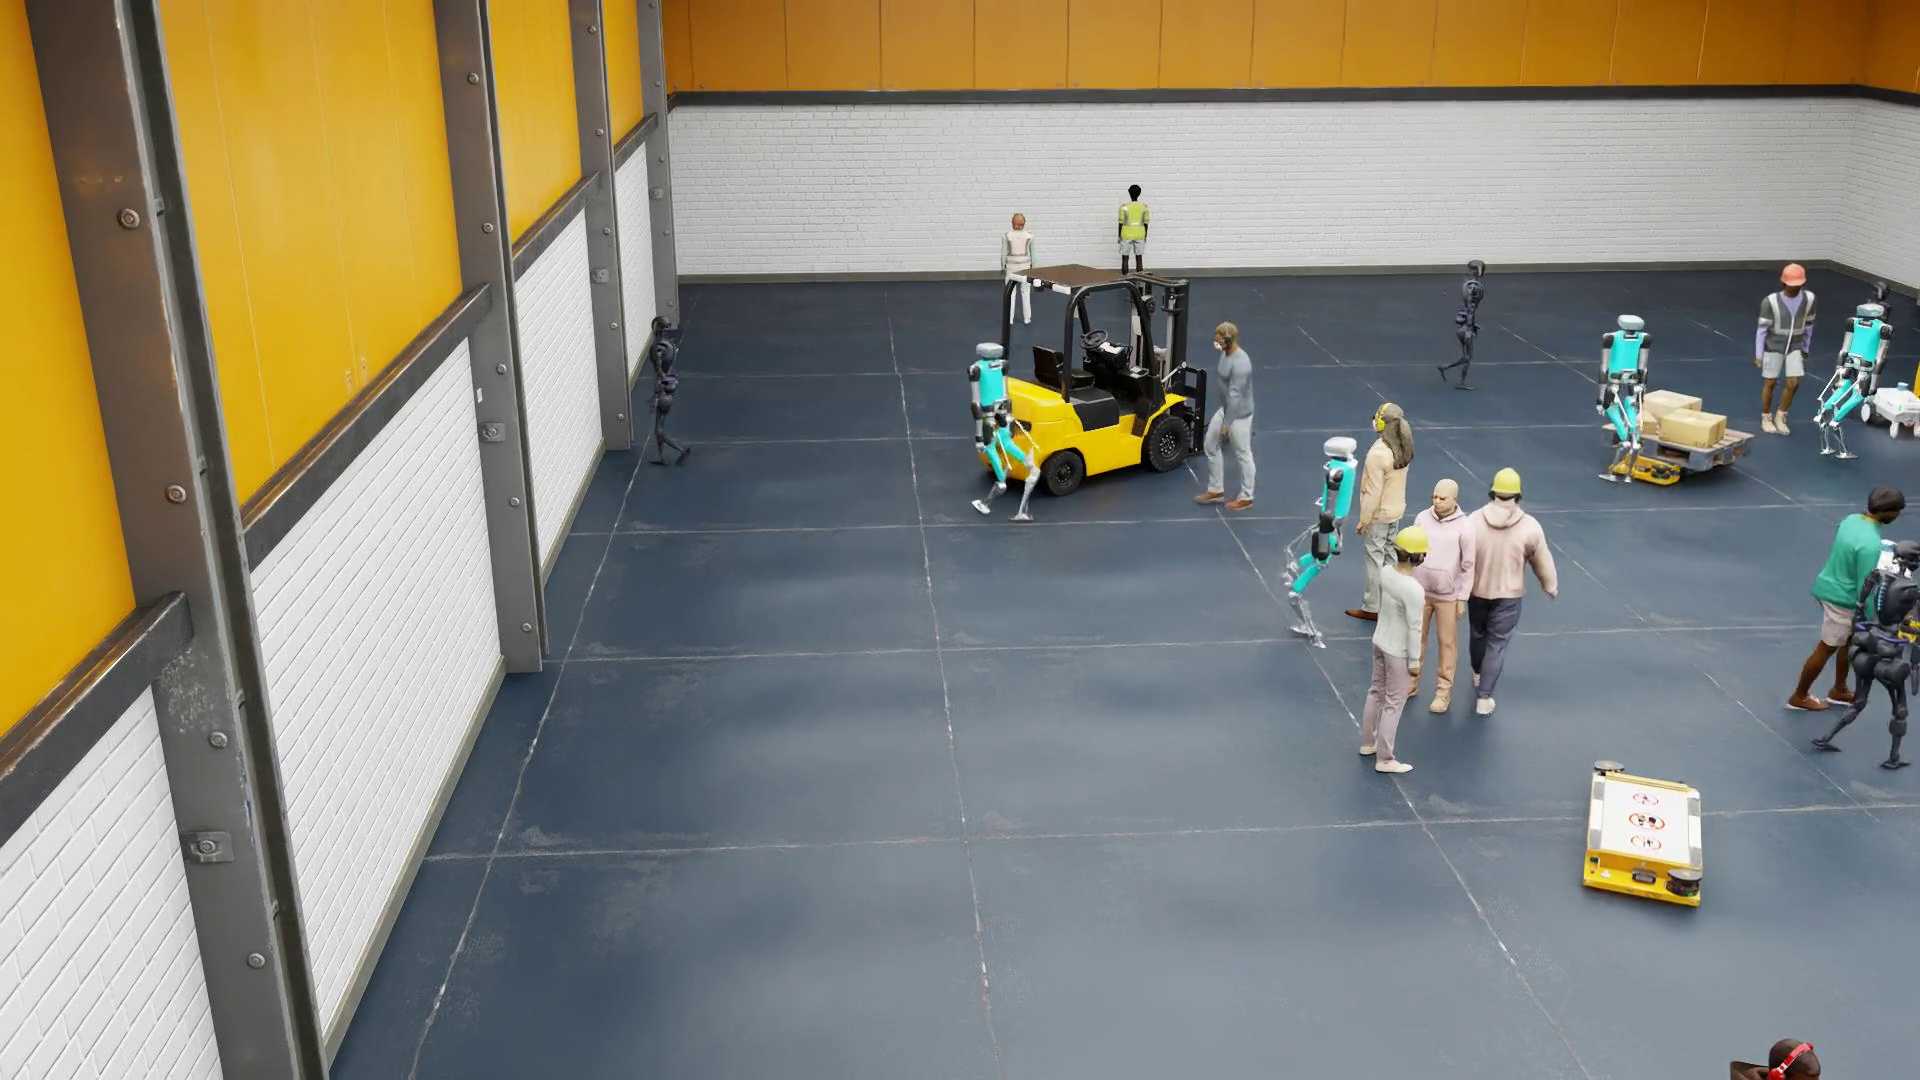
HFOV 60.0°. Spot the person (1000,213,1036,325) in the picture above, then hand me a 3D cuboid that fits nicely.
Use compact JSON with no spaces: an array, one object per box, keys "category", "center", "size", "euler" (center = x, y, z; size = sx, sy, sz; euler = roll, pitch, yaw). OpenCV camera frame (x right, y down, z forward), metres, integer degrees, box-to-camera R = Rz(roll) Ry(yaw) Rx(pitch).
[{"category":"person","center":[0.854,-3.988,24.498],"size":[0.522,1.639,0.307],"euler":[-1,20,-4]}]

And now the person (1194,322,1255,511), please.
[{"category":"person","center":[2.658,-1.222,16.574],"size":[0.708,1.903,0.668],"euler":[-3,20,-8]}]

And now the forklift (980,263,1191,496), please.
[{"category":"forklift","center":[1.315,-1.764,17.646],"size":[2.313,2.155,1.214],"euler":[-14,24,-33]}]

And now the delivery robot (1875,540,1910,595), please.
[{"category":"delivery robot","center":[7.982,0.293,14.419],"size":[0.499,0.598,0.789],"euler":[8,21,20]}]

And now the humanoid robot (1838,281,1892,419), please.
[{"category":"humanoid robot","center":[10.775,-2.284,19.838],"size":[0.589,1.645,0.442],"euler":[-9,22,-24]}]

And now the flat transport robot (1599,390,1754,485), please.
[{"category":"flat transport robot","center":[7.723,-0.876,18.013],"size":[1.431,0.231,0.659],"euler":[-15,25,-35]}]

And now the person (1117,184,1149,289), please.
[{"category":"person","center":[2.799,-4.900,26.917],"size":[0.527,1.688,0.321],"euler":[-3,20,-9]}]

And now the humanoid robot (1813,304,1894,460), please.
[{"category":"humanoid robot","center":[9.523,-1.692,17.914],"size":[0.735,1.677,0.533],"euler":[-9,22,-24]}]

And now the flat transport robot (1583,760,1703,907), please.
[{"category":"flat transport robot","center":[4.351,1.848,10.592],"size":[0.659,0.231,1.431],"euler":[8,22,20]}]

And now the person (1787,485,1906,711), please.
[{"category":"person","center":[6.554,0.454,12.149],"size":[0.733,1.813,0.535],"euler":[4,21,12]}]

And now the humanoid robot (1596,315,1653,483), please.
[{"category":"humanoid robot","center":[6.979,-1.429,17.355],"size":[0.542,1.762,0.707],"euler":[-2,20,-6]}]

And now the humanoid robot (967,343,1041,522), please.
[{"category":"humanoid robot","center":[0.512,-1.004,16.272],"size":[0.943,1.737,0.560],"euler":[18,27,40]}]

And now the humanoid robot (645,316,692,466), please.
[{"category":"humanoid robot","center":[-3.180,-1.599,17.984],"size":[0.502,1.645,0.593],"euler":[-1,20,-3]}]

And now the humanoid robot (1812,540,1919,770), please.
[{"category":"humanoid robot","center":[6.381,0.775,11.522],"size":[0.477,1.644,0.609],"euler":[-8,21,-20]}]

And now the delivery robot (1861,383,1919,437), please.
[{"category":"delivery robot","center":[10.935,-1.531,19.413],"size":[0.499,0.614,0.818],"euler":[1,20,3]}]

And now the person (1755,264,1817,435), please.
[{"category":"person","center":[9.433,-2.174,19.033],"size":[0.660,2.010,0.570],"euler":[2,20,6]}]

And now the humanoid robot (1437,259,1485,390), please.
[{"category":"humanoid robot","center":[6.343,-2.730,21.020],"size":[0.510,1.638,0.600],"euler":[7,21,19]}]

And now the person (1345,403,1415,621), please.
[{"category":"person","center":[3.548,-0.232,13.933],"size":[0.414,1.877,0.550],"euler":[18,27,40]}]

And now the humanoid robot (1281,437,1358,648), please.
[{"category":"humanoid robot","center":[2.834,0.001,13.469],"size":[0.669,1.773,0.535],"euler":[10,22,25]}]

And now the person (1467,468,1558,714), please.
[{"category":"person","center":[4.015,0.345,12.416],"size":[0.809,1.827,0.826],"euler":[11,23,28]}]

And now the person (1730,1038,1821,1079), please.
[{"category":"person","center":[3.074,2.624,6.472],"size":[0.459,1.647,0.328],"euler":[-14,24,-34]}]

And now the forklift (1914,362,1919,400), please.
[{"category":"forklift","center":[12.602,-2.435,19.475],"size":[2.313,2.155,1.214],"euler":[-1,20,-4]}]

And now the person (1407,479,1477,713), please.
[{"category":"person","center":[3.547,0.392,12.361],"size":[0.525,1.783,0.401],"euler":[16,25,36]}]

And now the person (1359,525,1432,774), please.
[{"category":"person","center":[3.022,0.743,11.446],"size":[0.341,1.761,0.522],"euler":[-5,21,-13]}]

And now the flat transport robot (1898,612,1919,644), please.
[{"category":"flat transport robot","center":[8.327,0.856,13.295],"size":[0.659,0.231,1.431],"euler":[-13,24,-31]}]
